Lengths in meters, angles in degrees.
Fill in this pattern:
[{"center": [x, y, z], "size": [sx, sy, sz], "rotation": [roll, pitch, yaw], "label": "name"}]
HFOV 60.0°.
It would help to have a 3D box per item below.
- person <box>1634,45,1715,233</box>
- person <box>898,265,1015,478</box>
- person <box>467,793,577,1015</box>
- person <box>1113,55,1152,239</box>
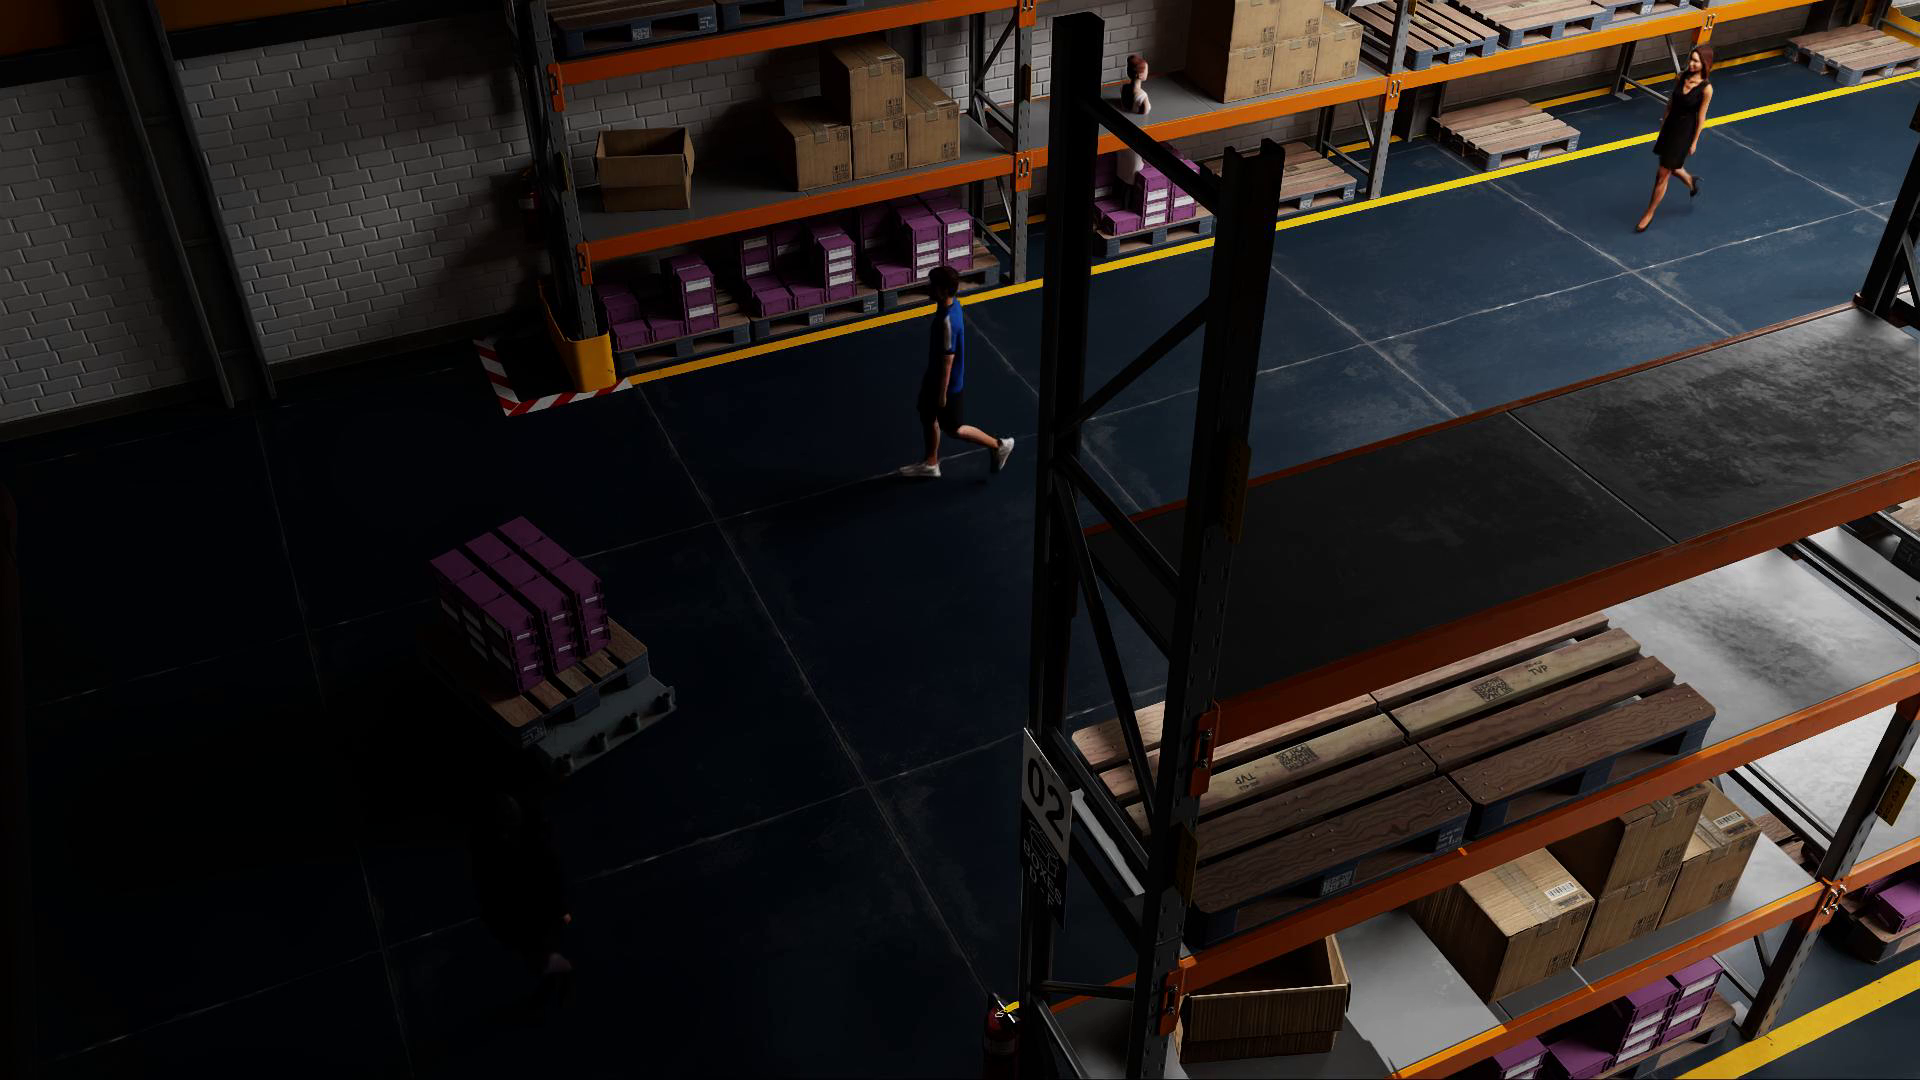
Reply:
[{"center": [6.854, -3.798, 15.747], "size": [1.045, 1.817, 0.622], "rotation": [-20, 43, -23], "label": "person"}, {"center": [-0.022, -1.206, 12.480], "size": [1.179, 1.843, 0.827], "rotation": [-7, 39, -8], "label": "person"}, {"center": [-2.243, 1.867, 8.773], "size": [0.802, 1.668, 0.854], "rotation": [16, 41, 19], "label": "person"}, {"center": [1.592, -3.699, 15.643], "size": [0.519, 1.793, 0.566], "rotation": [-20, 43, -23], "label": "person"}]
